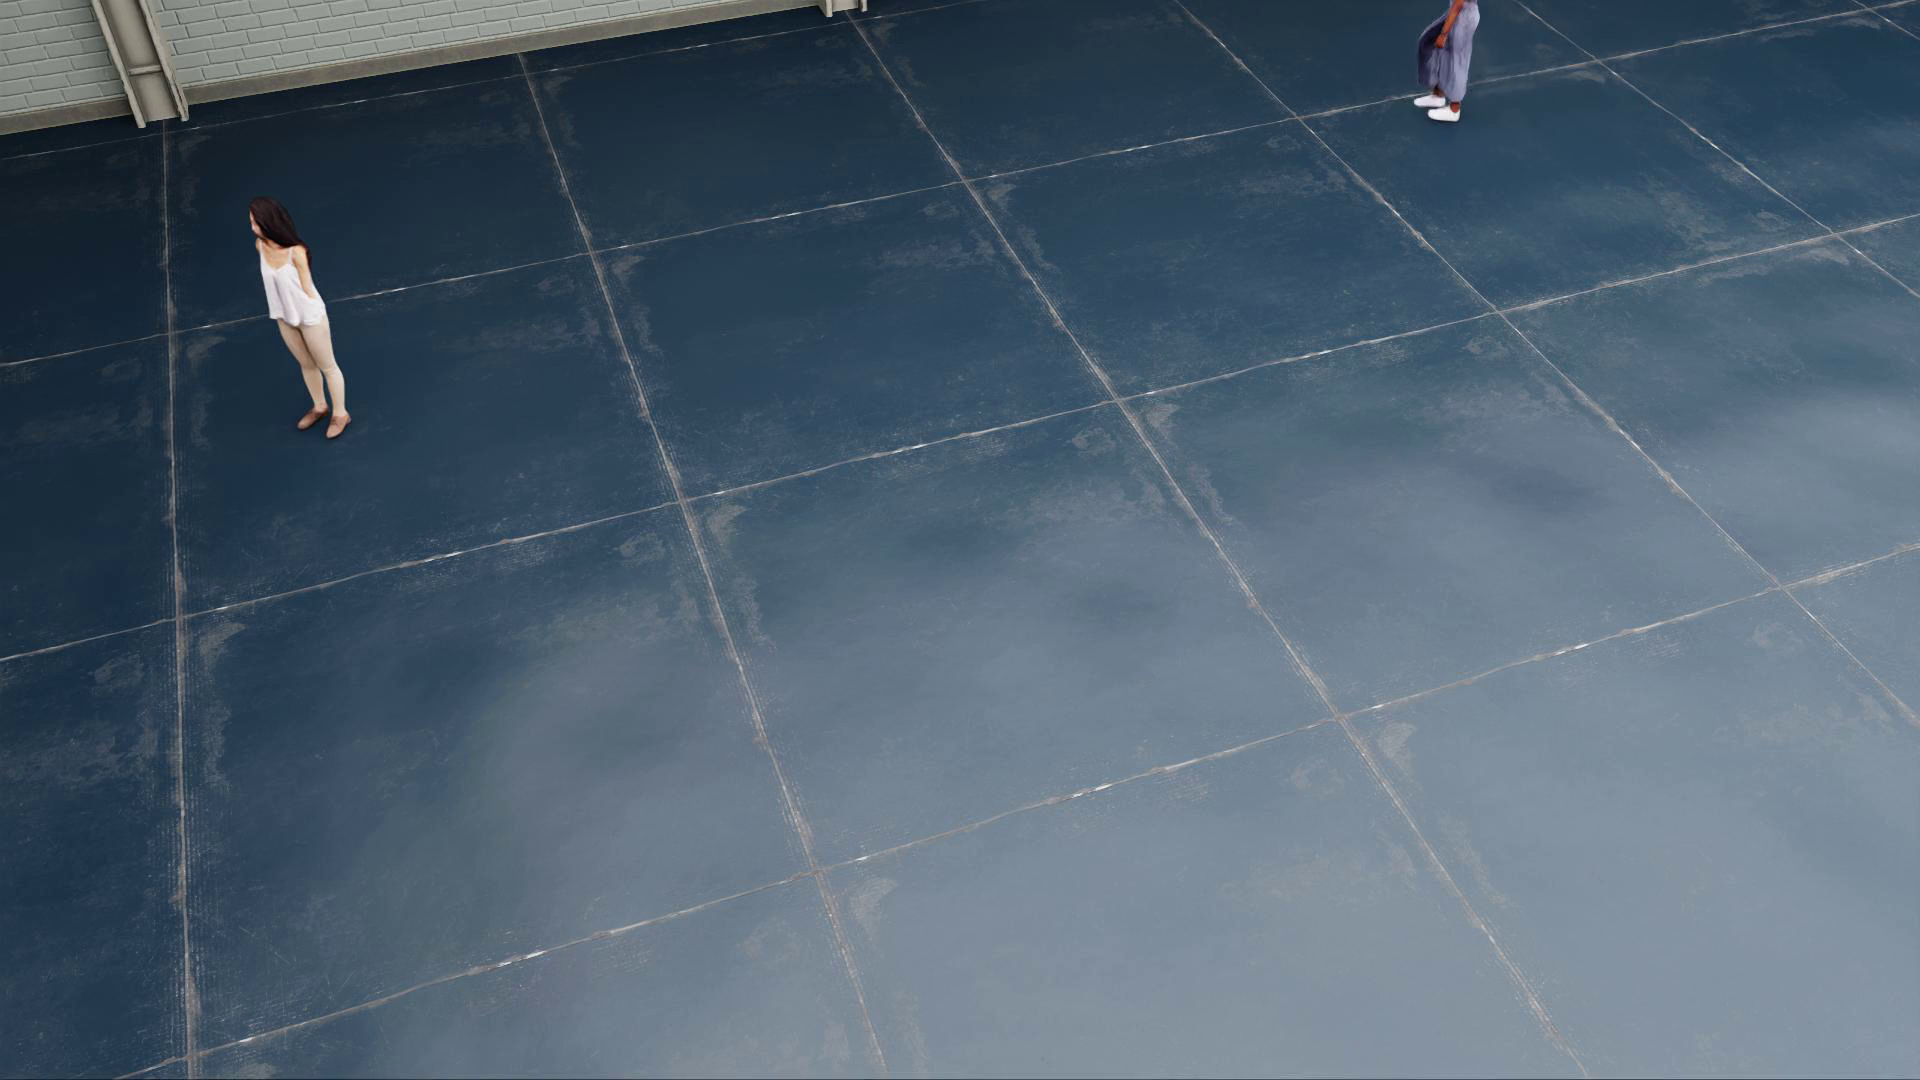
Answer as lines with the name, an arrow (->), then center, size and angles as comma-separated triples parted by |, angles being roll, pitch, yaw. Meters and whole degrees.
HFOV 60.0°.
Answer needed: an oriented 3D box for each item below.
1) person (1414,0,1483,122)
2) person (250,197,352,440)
person -> 4.121, -4.158, 13.433 | 0.841, 1.684, 0.778 | 12, 44, 12
person -> -4.169, -1.443, 10.548 | 0.684, 1.654, 0.742 | 27, 49, 26
